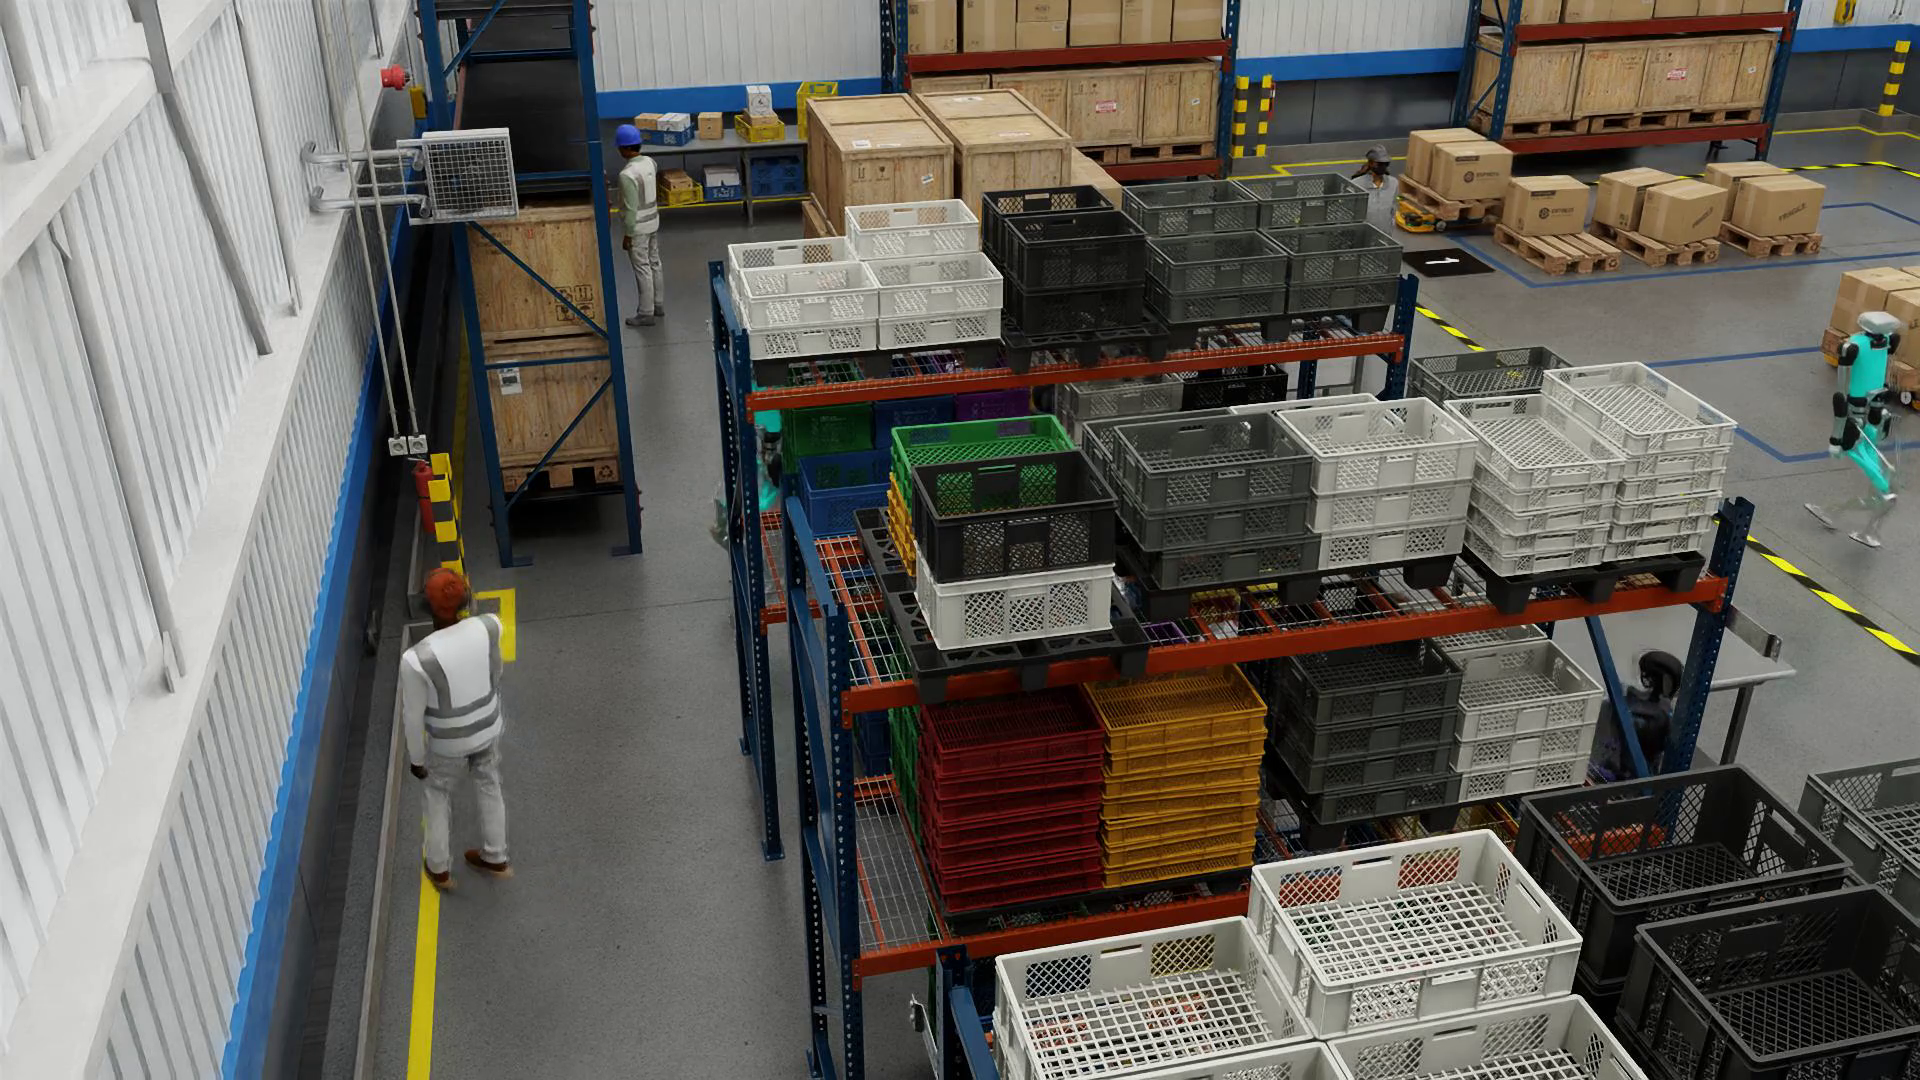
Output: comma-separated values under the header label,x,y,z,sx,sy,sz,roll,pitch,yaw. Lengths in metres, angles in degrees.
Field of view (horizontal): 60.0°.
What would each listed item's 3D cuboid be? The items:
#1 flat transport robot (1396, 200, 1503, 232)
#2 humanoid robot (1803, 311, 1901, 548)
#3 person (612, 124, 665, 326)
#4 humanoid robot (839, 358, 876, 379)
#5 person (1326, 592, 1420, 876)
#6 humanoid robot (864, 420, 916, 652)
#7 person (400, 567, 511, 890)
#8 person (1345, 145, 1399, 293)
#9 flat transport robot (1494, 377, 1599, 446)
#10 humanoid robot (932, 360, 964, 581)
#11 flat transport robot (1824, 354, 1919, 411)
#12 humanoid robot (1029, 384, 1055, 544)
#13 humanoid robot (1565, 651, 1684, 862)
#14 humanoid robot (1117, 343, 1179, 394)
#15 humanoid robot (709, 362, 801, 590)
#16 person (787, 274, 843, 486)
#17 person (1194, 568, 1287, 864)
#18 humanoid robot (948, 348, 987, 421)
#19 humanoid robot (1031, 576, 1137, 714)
label,x,y,z,sx,sy,sz,roll,pitch,yaw
flat transport robot,5.700,-3.785,19.199,1.431,0.197,0.652,-6,28,-12
humanoid robot,6.512,-0.726,11.824,0.540,1.728,0.969,-13,30,-23
person,-3.078,-3.023,15.981,0.381,1.949,0.604,6,28,11
humanoid robot,-0.640,-0.580,11.637,0.351,1.648,0.607,-10,29,-18
person,2.093,1.090,8.307,0.617,1.836,0.431,-6,28,-11
humanoid robot,-0.437,0.013,10.504,0.500,1.657,0.599,-22,35,-35
person,-2.593,0.955,8.512,0.538,1.873,0.605,24,36,38
person,3.898,-2.908,15.953,0.563,1.769,0.398,-8,29,-15
flat transport robot,4.780,-1.036,14.013,0.659,0.231,1.431,-6,28,-12
humanoid robot,0.102,-0.357,11.100,0.681,1.757,0.543,16,32,28
flat transport robot,8.473,-1.467,14.800,0.652,0.197,1.431,-6,28,-12
humanoid robot,0.632,-0.315,11.154,0.615,1.636,0.590,-20,34,-32
humanoid robot,3.325,1.243,8.228,0.806,1.630,0.601,21,34,34
humanoid robot,1.509,-1.577,13.582,0.615,1.630,0.743,-11,30,-19
humanoid robot,-1.436,-0.444,11.297,0.542,1.762,0.703,20,34,33
person,-0.938,-0.941,11.932,0.611,2.041,0.386,21,34,34
person,1.487,0.930,8.605,0.589,1.833,0.404,3,28,5
humanoid robot,0.119,-0.564,11.435,0.530,1.687,0.748,-12,30,-22
humanoid robot,0.435,0.907,8.749,0.861,1.775,0.601,22,35,35
